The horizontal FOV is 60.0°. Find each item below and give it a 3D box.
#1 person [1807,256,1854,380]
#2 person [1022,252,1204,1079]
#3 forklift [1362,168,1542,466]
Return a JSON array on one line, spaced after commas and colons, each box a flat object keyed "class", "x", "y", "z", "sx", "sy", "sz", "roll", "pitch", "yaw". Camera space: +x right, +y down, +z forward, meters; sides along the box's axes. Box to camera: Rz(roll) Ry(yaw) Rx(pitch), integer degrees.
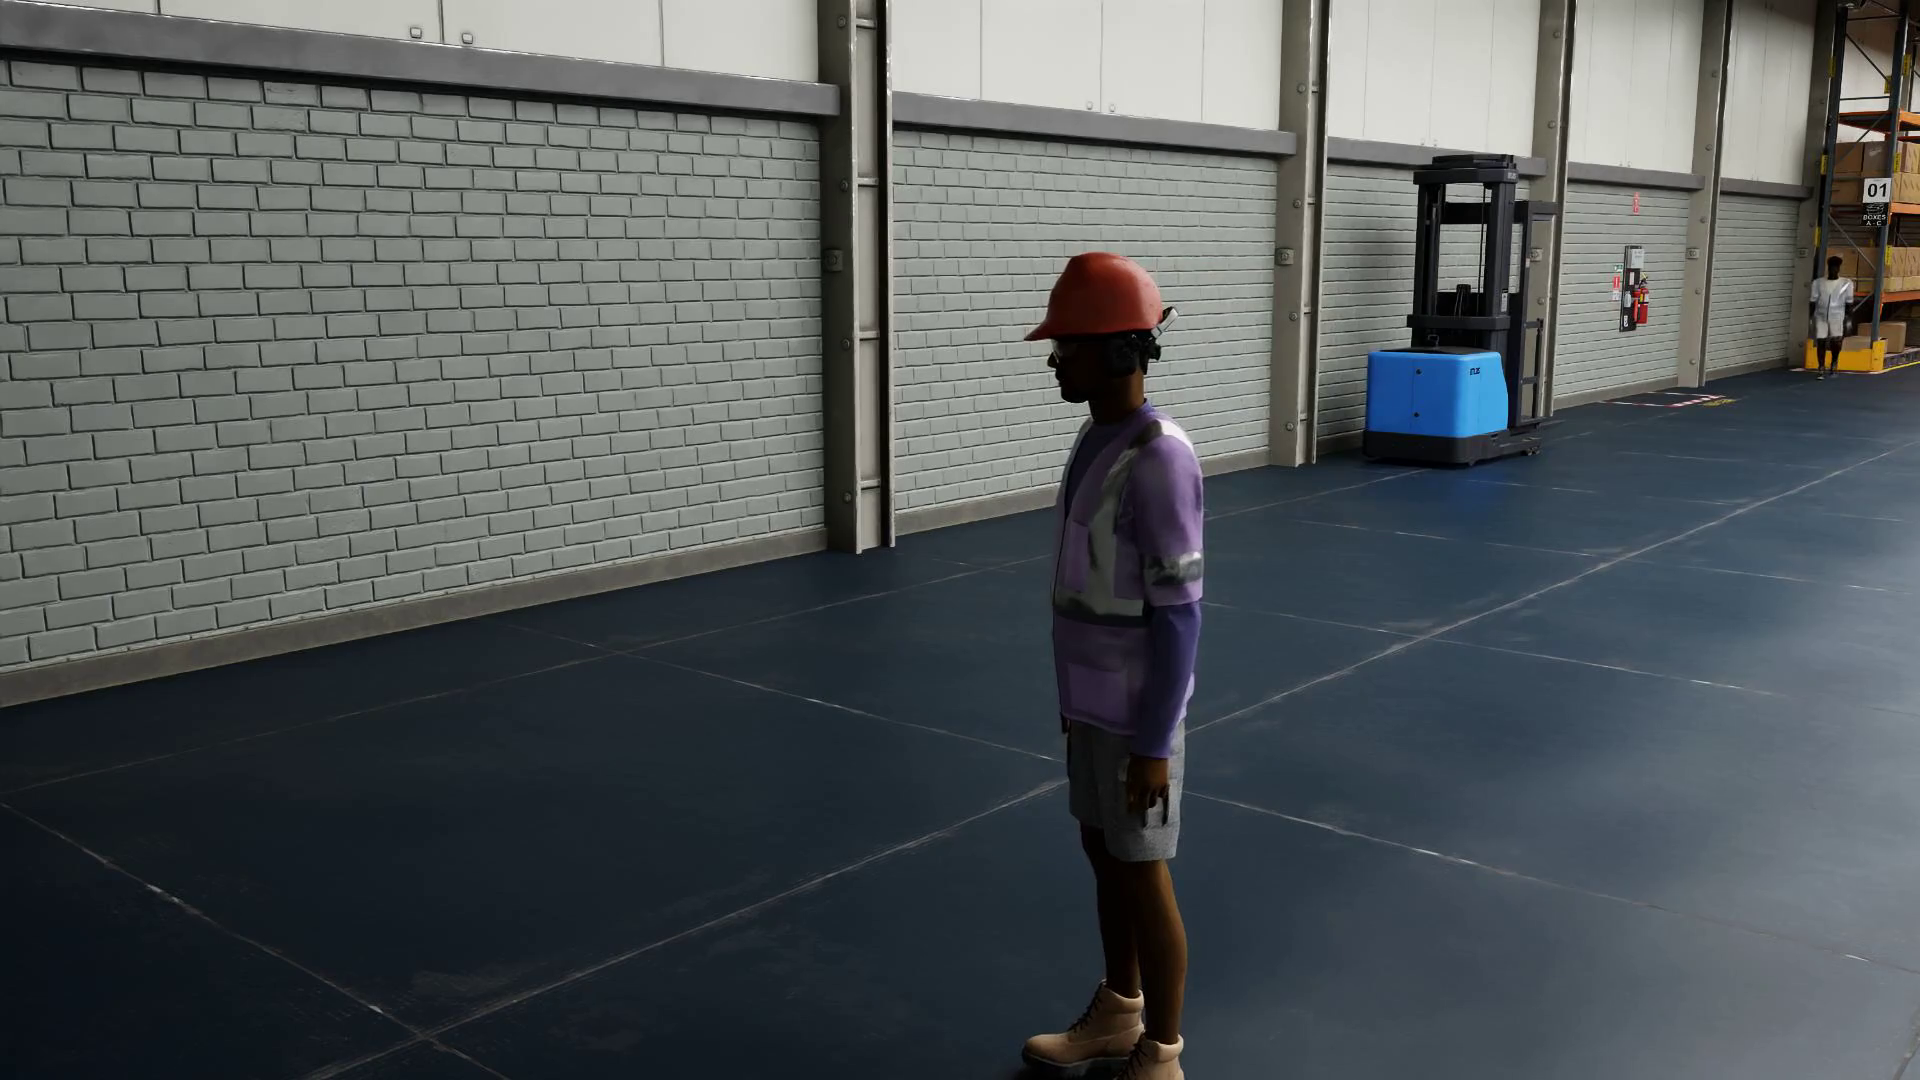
[{"class": "person", "x": 13.629, "y": -3.478, "z": 26.077, "sx": 0.612, "sy": 1.934, "sz": 0.497, "roll": 7, "pitch": 12, "yaw": 33}, {"class": "person", "x": 0.340, "y": 0.365, "z": 3.871, "sx": 0.394, "sy": 2.041, "sz": 0.612, "roll": -2, "pitch": 10, "yaw": -12}, {"class": "forklift", "x": 4.875, "y": -2.212, "z": 16.287, "sx": 1.129, "sy": 2.768, "sz": 1.873, "roll": 8, "pitch": 13, "yaw": 40}]
